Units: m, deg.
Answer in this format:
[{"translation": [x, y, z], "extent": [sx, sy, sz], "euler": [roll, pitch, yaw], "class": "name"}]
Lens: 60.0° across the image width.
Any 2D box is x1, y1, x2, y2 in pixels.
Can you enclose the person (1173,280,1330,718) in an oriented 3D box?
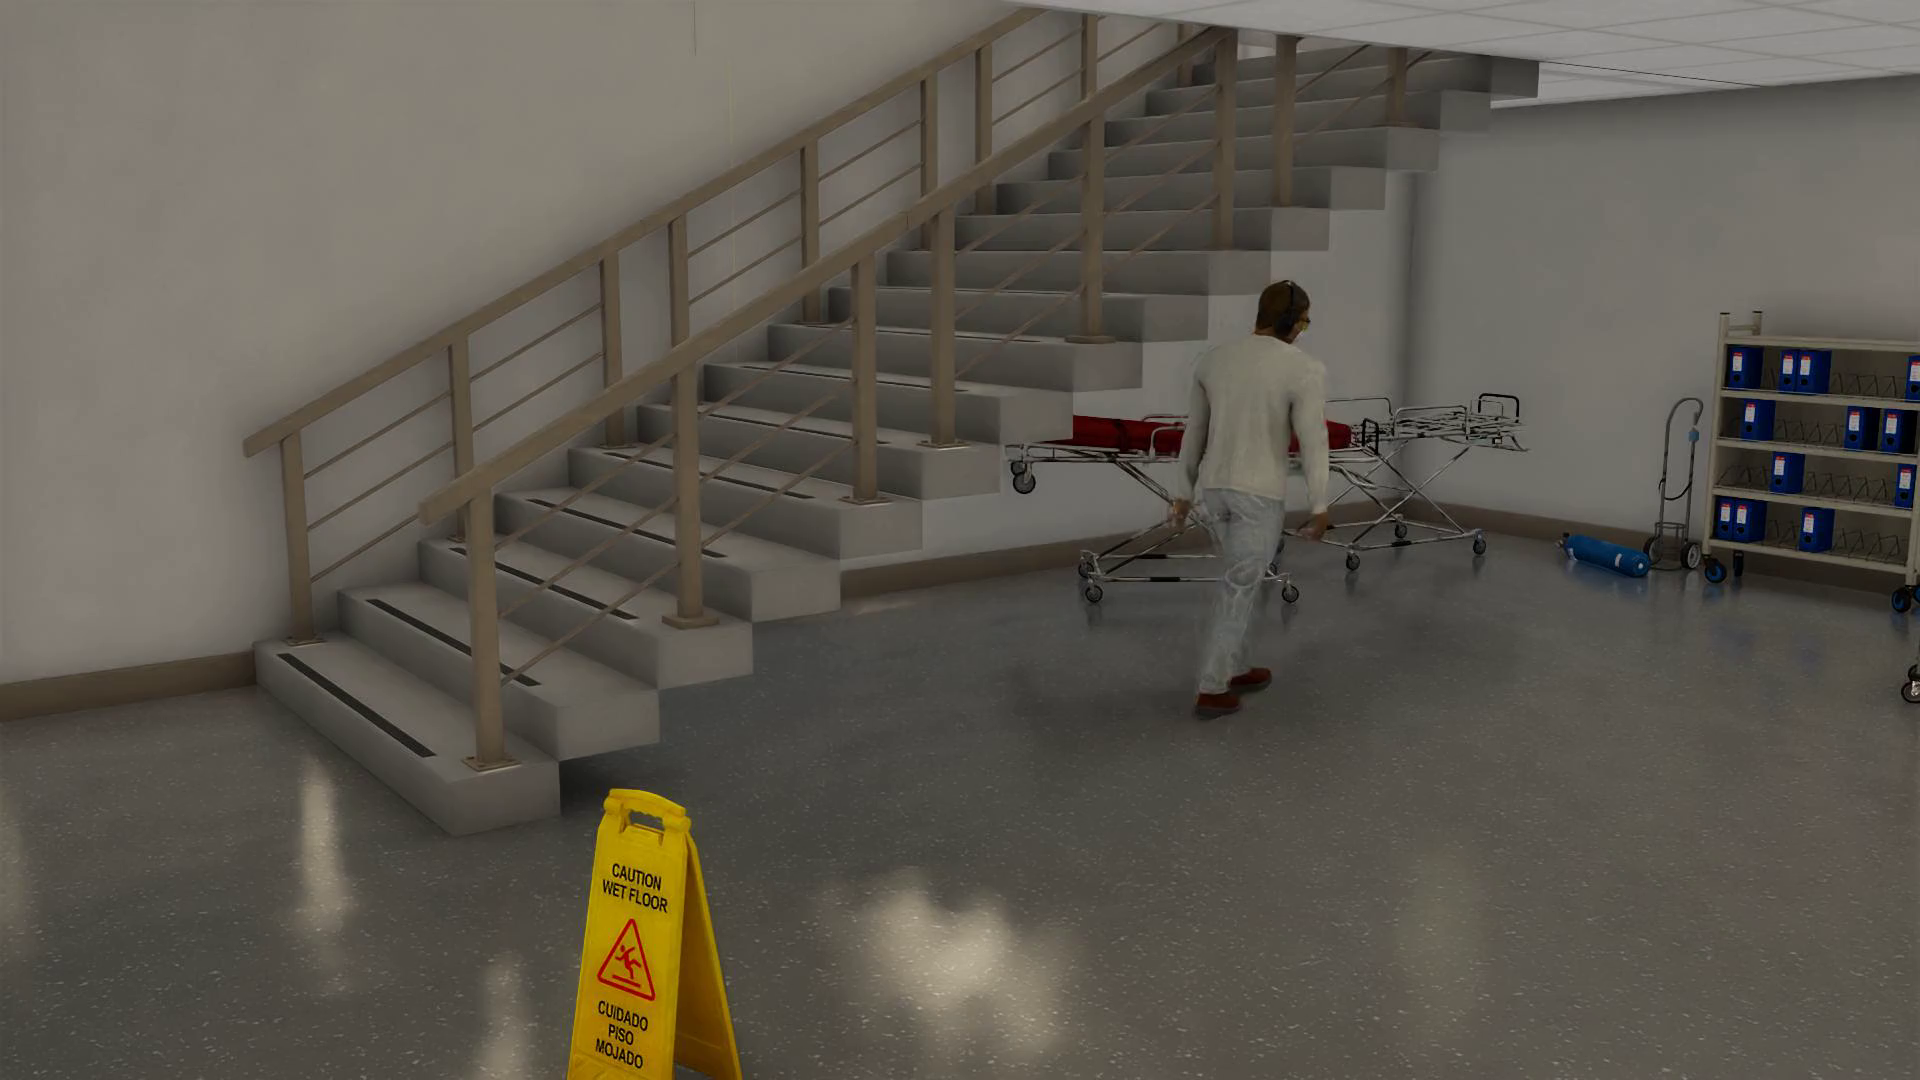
[{"translation": [1.287, -0.182, 7.303], "extent": [0.793, 1.890, 0.647], "euler": [-9, 13, -42], "class": "person"}]
